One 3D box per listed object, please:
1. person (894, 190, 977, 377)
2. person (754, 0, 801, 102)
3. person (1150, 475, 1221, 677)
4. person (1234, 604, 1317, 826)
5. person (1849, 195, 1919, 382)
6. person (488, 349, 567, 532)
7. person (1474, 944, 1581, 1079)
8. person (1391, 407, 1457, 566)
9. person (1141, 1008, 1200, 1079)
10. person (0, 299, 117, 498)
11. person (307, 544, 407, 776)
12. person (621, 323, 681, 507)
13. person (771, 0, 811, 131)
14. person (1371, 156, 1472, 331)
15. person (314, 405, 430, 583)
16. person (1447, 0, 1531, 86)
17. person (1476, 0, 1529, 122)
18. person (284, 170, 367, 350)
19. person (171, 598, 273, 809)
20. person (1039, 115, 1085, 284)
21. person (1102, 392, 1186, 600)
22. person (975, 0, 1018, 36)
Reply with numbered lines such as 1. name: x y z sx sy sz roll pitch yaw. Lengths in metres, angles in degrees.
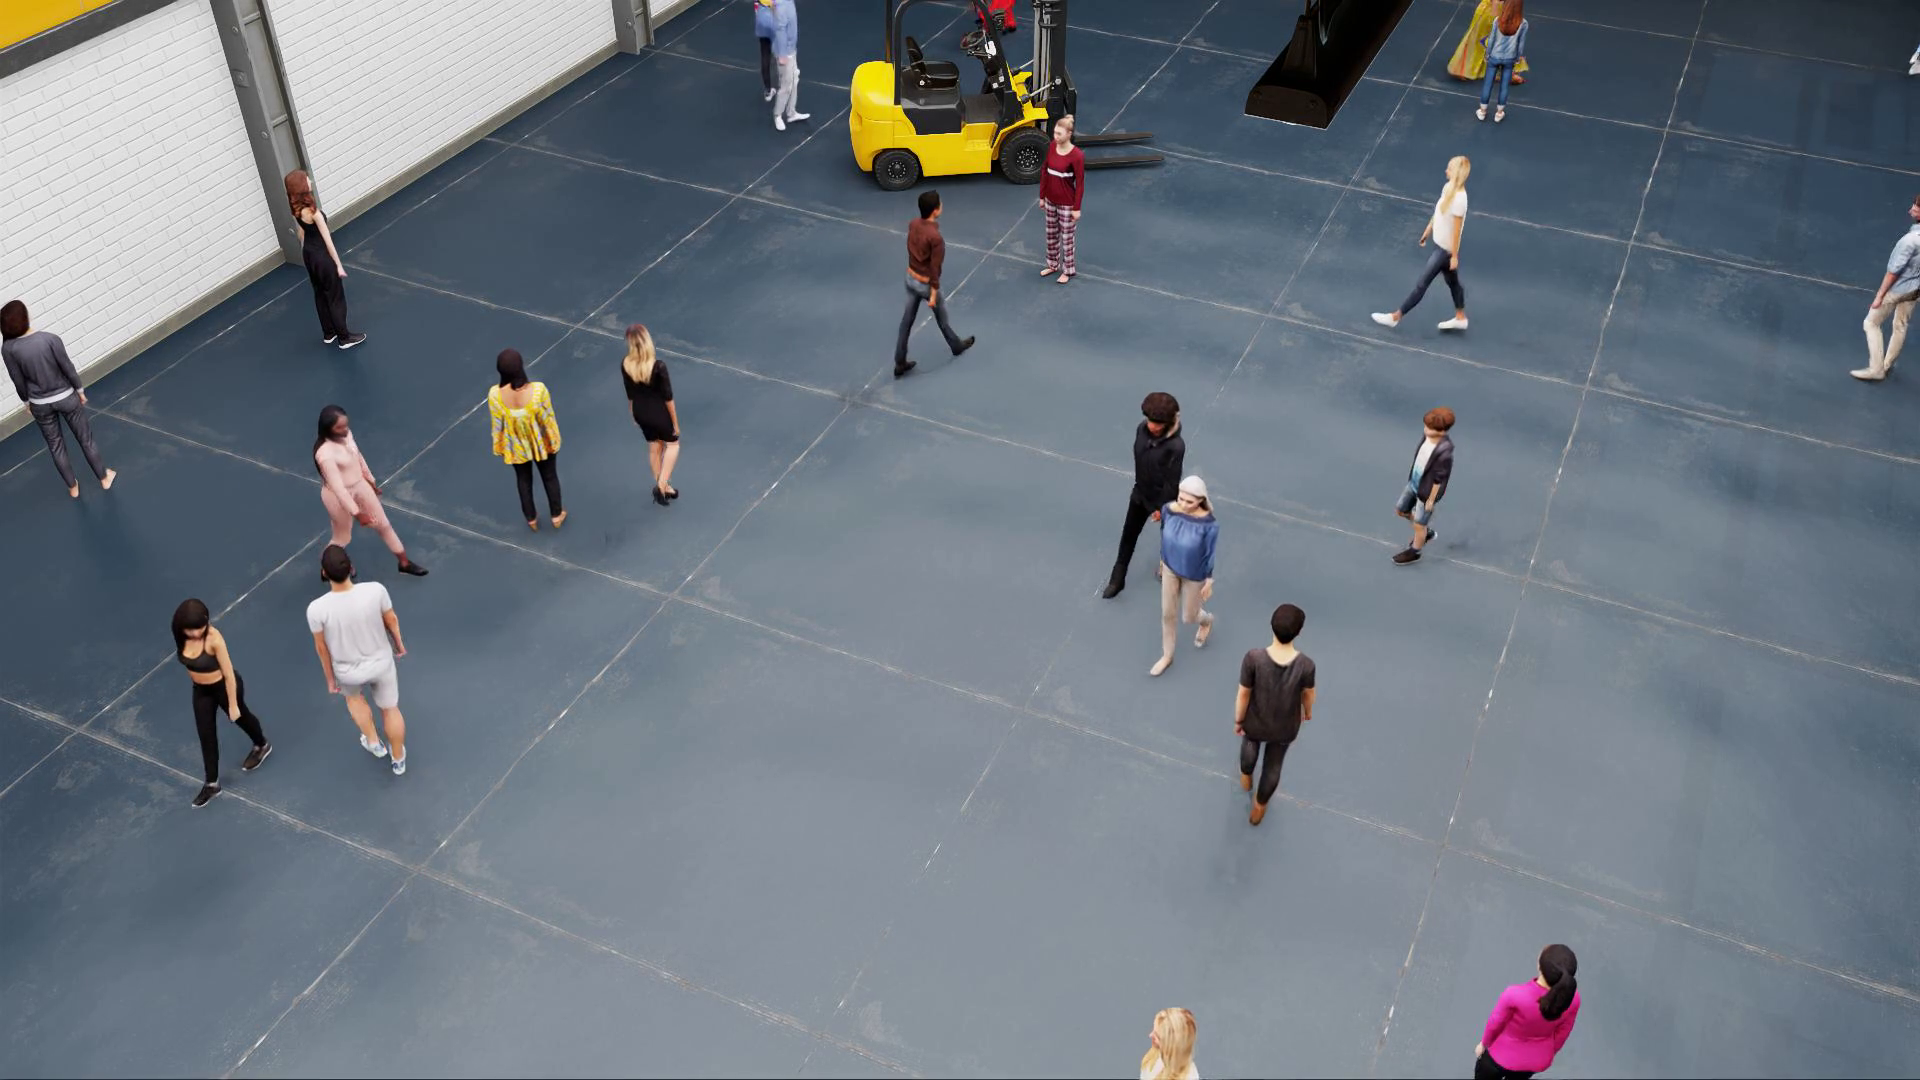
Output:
1. person: -0.399 -2.232 14.810 1.184 1.729 0.938 -29 47 -32
2. person: -2.265 -6.056 19.561 0.749 1.776 1.015 10 40 12
3. person: 1.648 0.202 11.801 0.755 1.690 0.940 27 46 30
4. person: 1.973 1.159 10.589 0.668 1.698 0.809 12 40 15
5. person: 8.384 -2.220 14.712 0.836 1.832 0.905 -7 39 -9
6. person: -3.373 -0.762 13.031 0.866 1.651 0.915 -4 39 -4
7. person: 2.920 2.737 8.634 0.830 1.682 0.991 -1 39 -2
8. person: 3.629 -0.423 12.775 0.746 1.442 0.685 -7 39 -9
9. person: 1.125 2.908 8.314 1.041 1.804 1.020 -9 39 -11
10. person: -7.317 -1.144 13.414 0.666 1.770 0.742 -15 41 -18
11. person: -3.877 0.850 10.862 0.821 1.841 0.900 -18 42 -22
12. person: -2.480 -0.917 13.224 0.643 1.653 0.709 13 40 16
13. person: -2.007 -5.603 18.914 0.858 1.876 0.755 4 39 5
14. person: 4.560 -2.673 15.333 0.960 1.766 1.172 3 39 4
15. person: -4.650 -0.289 12.419 0.912 1.677 1.060 1 39 1
16. person: 6.303 -6.264 19.956 1.031 1.617 1.226 29 47 31
17. person: 6.259 -5.569 19.194 0.597 1.473 0.540 8 39 10
18. person: -5.869 -2.573 15.222 0.618 1.748 0.570 23 44 26
19. person: -4.824 0.929 10.951 0.683 1.605 0.970 12 40 14
20. person: 0.988 -3.314 16.189 0.677 1.699 0.596 28 46 30
21. person: 1.537 -0.387 12.502 0.775 1.725 1.120 28 46 31
22. person: 0.486 -7.173 20.976 1.047 1.766 0.886 -25 45 -28
